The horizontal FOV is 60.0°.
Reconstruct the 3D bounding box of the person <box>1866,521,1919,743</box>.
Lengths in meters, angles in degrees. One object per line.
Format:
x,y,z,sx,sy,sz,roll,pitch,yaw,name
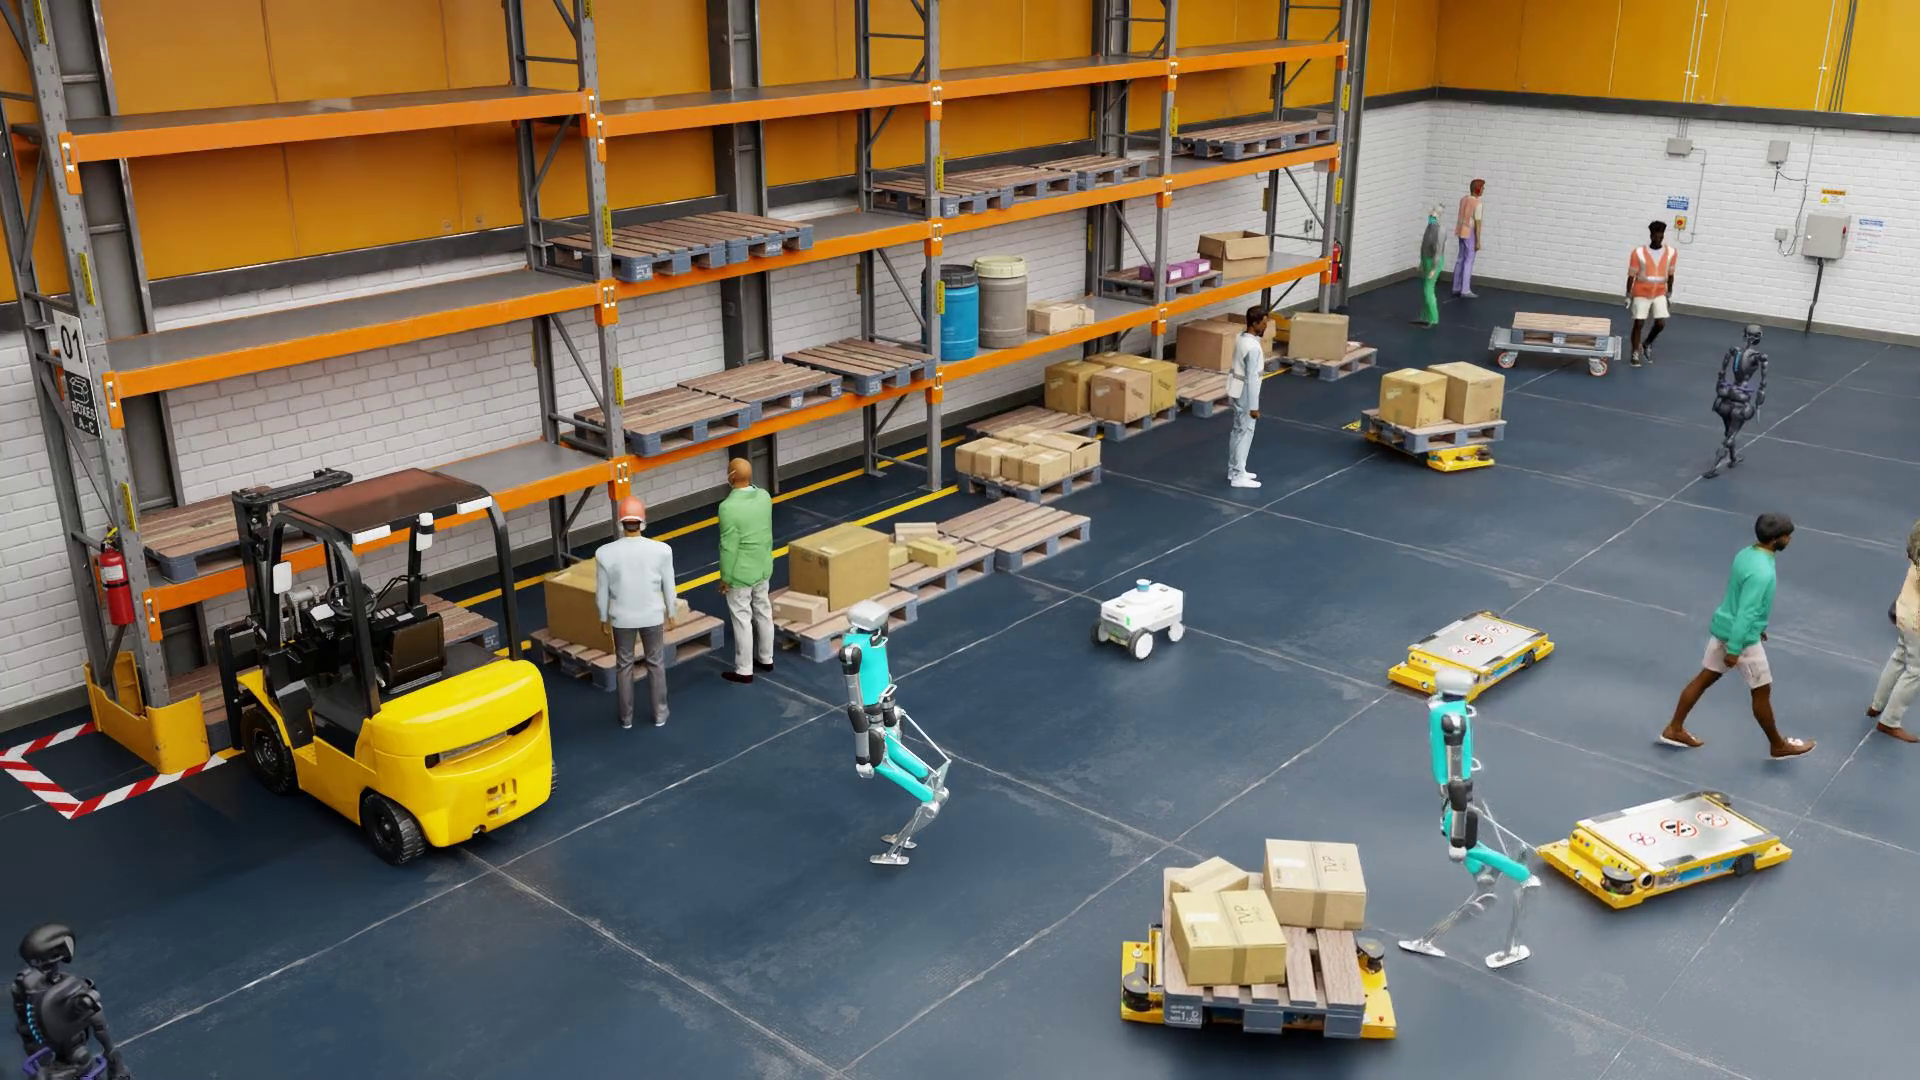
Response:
6.843,0.532,11.844,0.379,1.838,0.763,8,22,21,person

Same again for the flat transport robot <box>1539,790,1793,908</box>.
4.407,1.913,10.367,1.431,0.231,0.659,-9,22,-22,flat transport robot

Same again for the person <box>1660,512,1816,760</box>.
5.482,0.664,11.531,1.025,1.795,0.530,3,21,9,person

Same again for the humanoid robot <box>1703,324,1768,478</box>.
8.241,-1.479,17.600,0.795,1.617,0.608,-10,23,-26,humanoid robot

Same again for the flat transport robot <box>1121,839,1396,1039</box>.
1.601,2.400,9.048,1.431,0.231,0.659,2,20,6,flat transport robot

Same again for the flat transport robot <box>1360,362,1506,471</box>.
5.201,-1.065,18.438,0.659,0.231,1.431,-8,22,-21,flat transport robot

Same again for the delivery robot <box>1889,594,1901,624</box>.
8.182,0.489,13.780,0.756,0.571,0.499,-9,22,-22,delivery robot

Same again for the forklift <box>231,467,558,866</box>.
-3.730,0.710,10.856,2.313,2.155,1.214,17,26,38,forklift

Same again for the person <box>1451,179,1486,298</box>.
7.976,-4.734,26.104,0.373,1.840,0.568,-5,21,-13,person

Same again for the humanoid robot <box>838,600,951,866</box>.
-0.334,1.189,10.016,0.735,1.677,0.533,7,21,18,humanoid robot

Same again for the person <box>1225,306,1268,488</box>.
2.957,-1.486,17.216,0.403,1.910,0.597,-2,20,-4,person

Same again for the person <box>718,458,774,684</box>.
-1.641,0.228,12.747,0.384,1.783,0.547,14,24,33,person

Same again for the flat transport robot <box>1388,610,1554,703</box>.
4.040,0.908,13.092,1.431,0.231,0.659,-19,27,-41,flat transport robot

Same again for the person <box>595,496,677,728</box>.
-2.327,0.523,12.010,0.571,1.740,0.352,-4,21,-11,person

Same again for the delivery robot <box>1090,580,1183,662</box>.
1.461,0.617,13.461,0.783,0.592,0.499,-17,26,-39,delivery robot

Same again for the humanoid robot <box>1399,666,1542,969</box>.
2.966,1.584,9.183,0.914,1.771,0.584,7,21,17,humanoid robot

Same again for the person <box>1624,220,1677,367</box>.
9.076,-3.228,21.880,0.635,1.938,0.440,2,20,5,person

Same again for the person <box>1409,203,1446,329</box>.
6.821,-3.984,24.098,0.372,1.834,0.574,0,20,0,person

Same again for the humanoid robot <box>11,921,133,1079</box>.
-3.783,2.351,7.146,0.599,1.653,0.339,8,22,21,humanoid robot
